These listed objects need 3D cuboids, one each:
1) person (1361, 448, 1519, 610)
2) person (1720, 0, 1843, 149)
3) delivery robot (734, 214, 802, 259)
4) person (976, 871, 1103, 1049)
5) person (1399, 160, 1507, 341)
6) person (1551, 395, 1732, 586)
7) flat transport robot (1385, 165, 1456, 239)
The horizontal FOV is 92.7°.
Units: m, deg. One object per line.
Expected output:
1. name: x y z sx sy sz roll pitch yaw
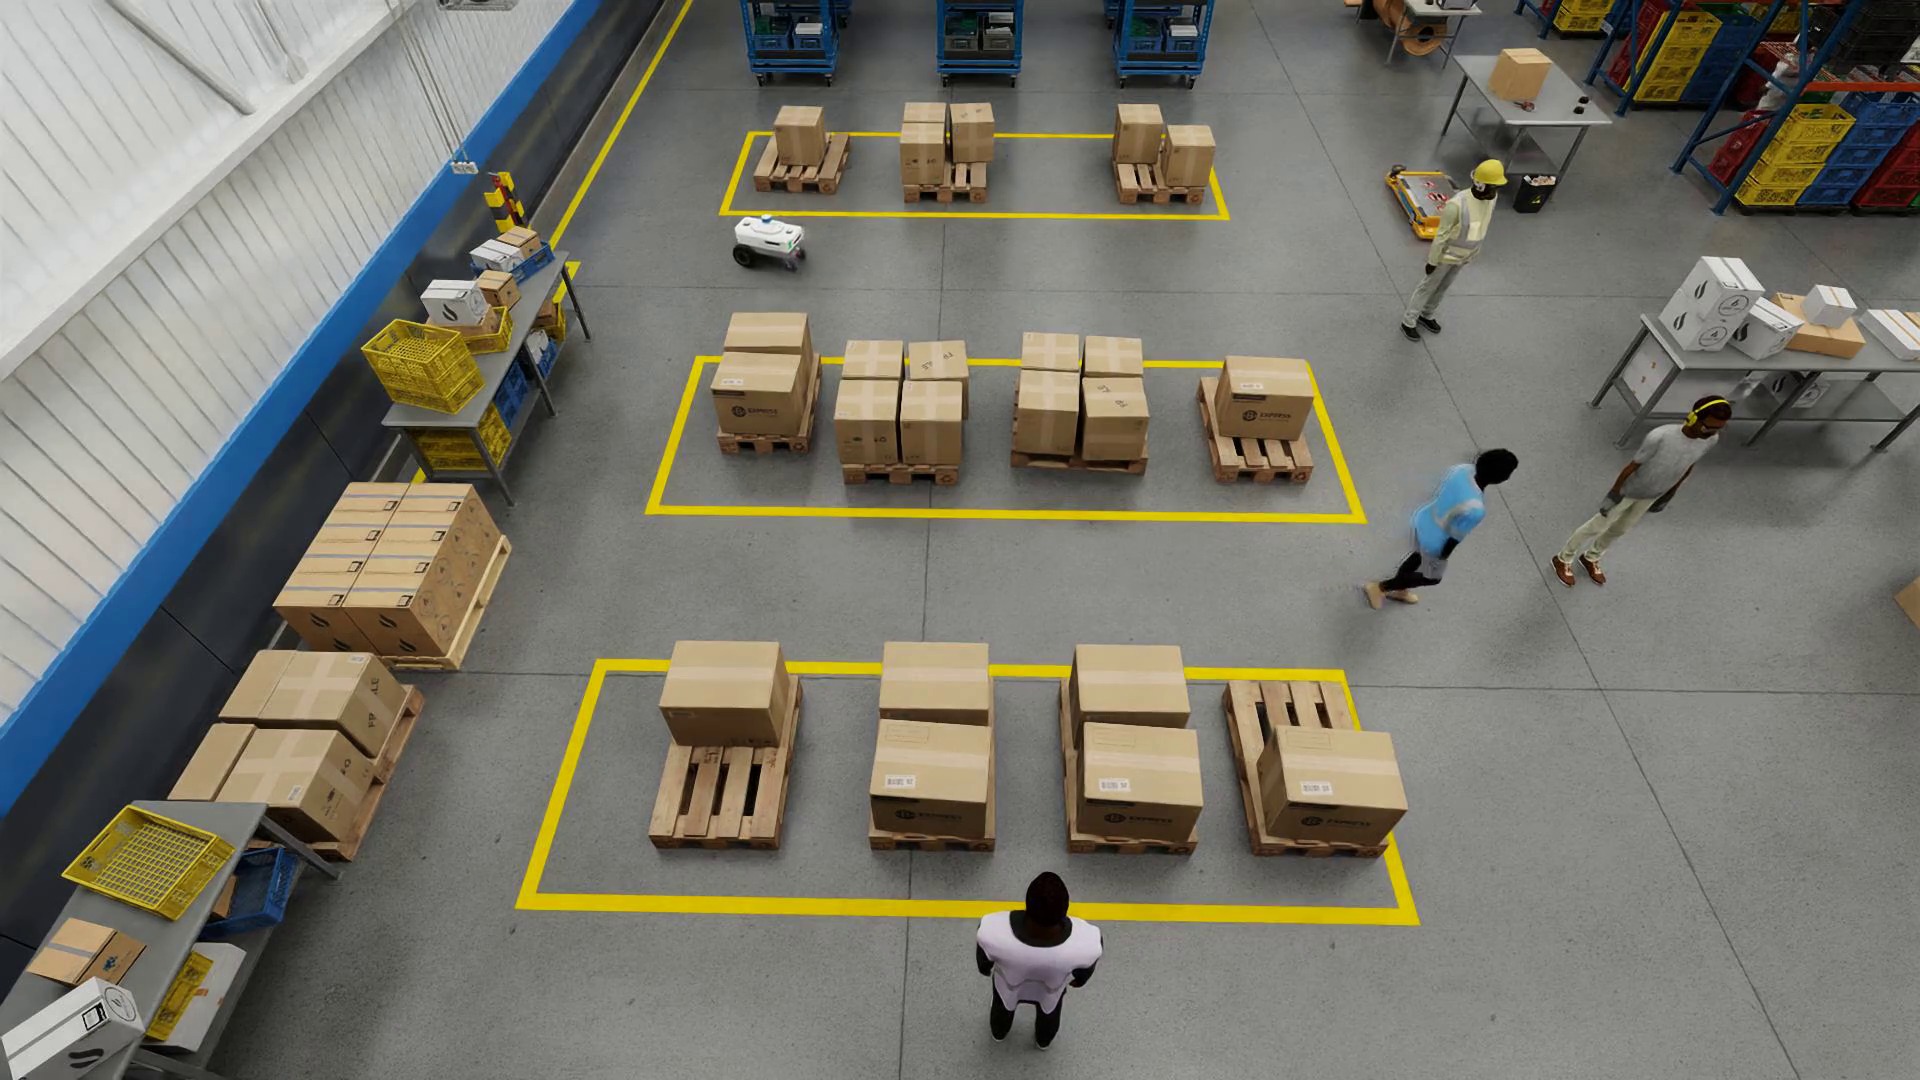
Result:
1. person: 3.417 -0.046 6.630 0.501 1.678 0.544 8 50 7
2. person: 10.278 -5.723 11.409 0.584 1.882 0.337 -16 51 -13
3. delivery robot: -2.120 -3.383 10.197 0.707 0.478 0.477 14 51 12
4. person: 0.364 2.160 4.573 0.584 1.911 0.392 3 49 2
5. person: 4.801 -2.796 8.908 0.601 1.832 0.404 -22 53 -18
6. person: 5.018 -0.336 6.766 0.502 1.861 0.328 1 49 1
7. flat transport robot: 5.692 -4.094 11.059 0.652 0.197 1.431 1 49 1
